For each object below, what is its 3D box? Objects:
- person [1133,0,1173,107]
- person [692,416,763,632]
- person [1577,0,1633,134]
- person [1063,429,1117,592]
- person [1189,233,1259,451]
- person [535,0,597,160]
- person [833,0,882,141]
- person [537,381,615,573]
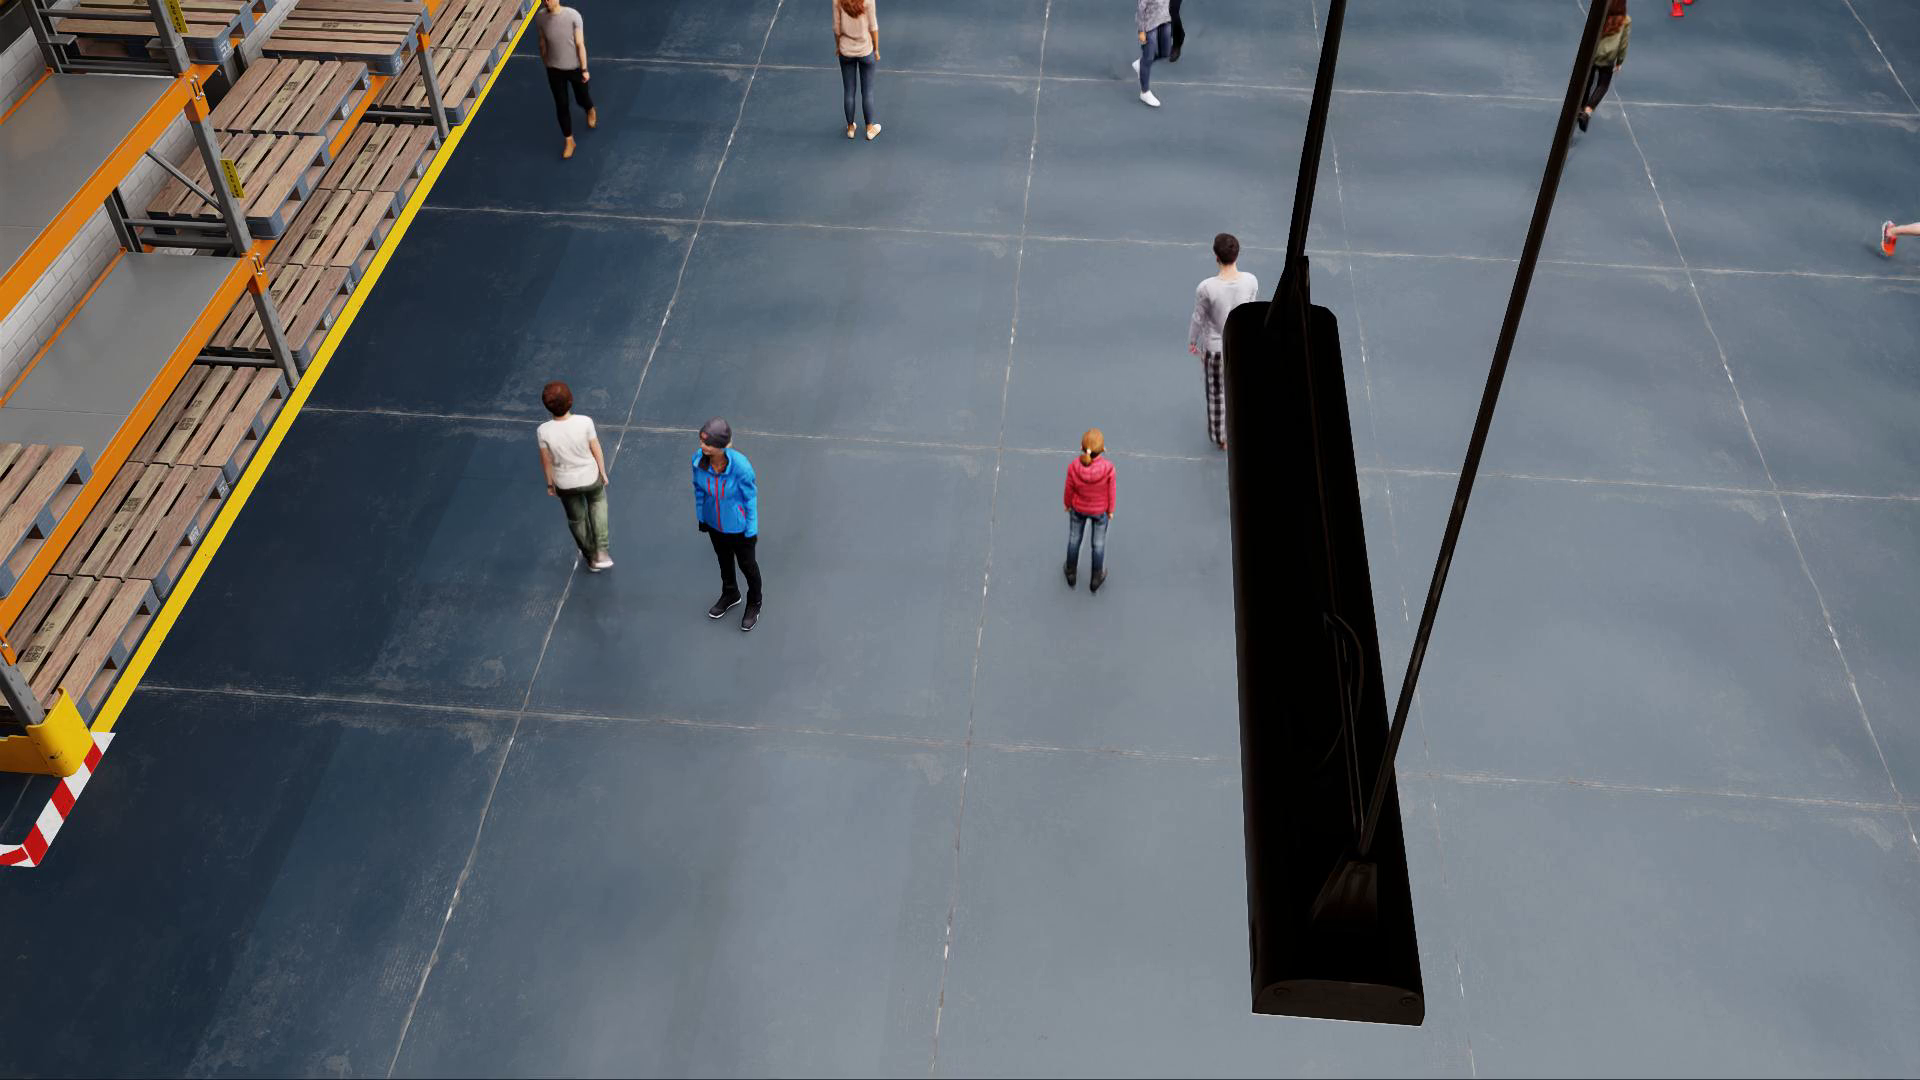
[{"bbox_3d":[1.870,-5.184,16.533,0.830,1.719,0.894,-28,50,-26],"label":"person"},{"bbox_3d":[-1.543,-0.122,11.162,0.686,1.800,0.652,19,47,19],"label":"person"},{"bbox_3d":[6.215,-4.671,16.181,0.826,1.463,0.963,24,48,23],"label":"person"},{"bbox_3d":[0.900,-0.207,11.606,0.545,1.310,0.539,11,45,11],"label":"person"},{"bbox_3d":[2.007,-1.408,12.492,0.750,1.826,0.801,-4,44,-4],"label":"person"},{"bbox_3d":[-3.739,-4.560,15.890,0.650,1.703,0.961,1,44,1],"label":"person"},{"bbox_3d":[-0.992,-4.692,15.963,0.607,1.792,0.540,7,44,7],"label":"person"},{"bbox_3d":[-2.641,-0.371,11.530,0.723,1.650,0.813,-12,45,-12],"label":"person"}]
